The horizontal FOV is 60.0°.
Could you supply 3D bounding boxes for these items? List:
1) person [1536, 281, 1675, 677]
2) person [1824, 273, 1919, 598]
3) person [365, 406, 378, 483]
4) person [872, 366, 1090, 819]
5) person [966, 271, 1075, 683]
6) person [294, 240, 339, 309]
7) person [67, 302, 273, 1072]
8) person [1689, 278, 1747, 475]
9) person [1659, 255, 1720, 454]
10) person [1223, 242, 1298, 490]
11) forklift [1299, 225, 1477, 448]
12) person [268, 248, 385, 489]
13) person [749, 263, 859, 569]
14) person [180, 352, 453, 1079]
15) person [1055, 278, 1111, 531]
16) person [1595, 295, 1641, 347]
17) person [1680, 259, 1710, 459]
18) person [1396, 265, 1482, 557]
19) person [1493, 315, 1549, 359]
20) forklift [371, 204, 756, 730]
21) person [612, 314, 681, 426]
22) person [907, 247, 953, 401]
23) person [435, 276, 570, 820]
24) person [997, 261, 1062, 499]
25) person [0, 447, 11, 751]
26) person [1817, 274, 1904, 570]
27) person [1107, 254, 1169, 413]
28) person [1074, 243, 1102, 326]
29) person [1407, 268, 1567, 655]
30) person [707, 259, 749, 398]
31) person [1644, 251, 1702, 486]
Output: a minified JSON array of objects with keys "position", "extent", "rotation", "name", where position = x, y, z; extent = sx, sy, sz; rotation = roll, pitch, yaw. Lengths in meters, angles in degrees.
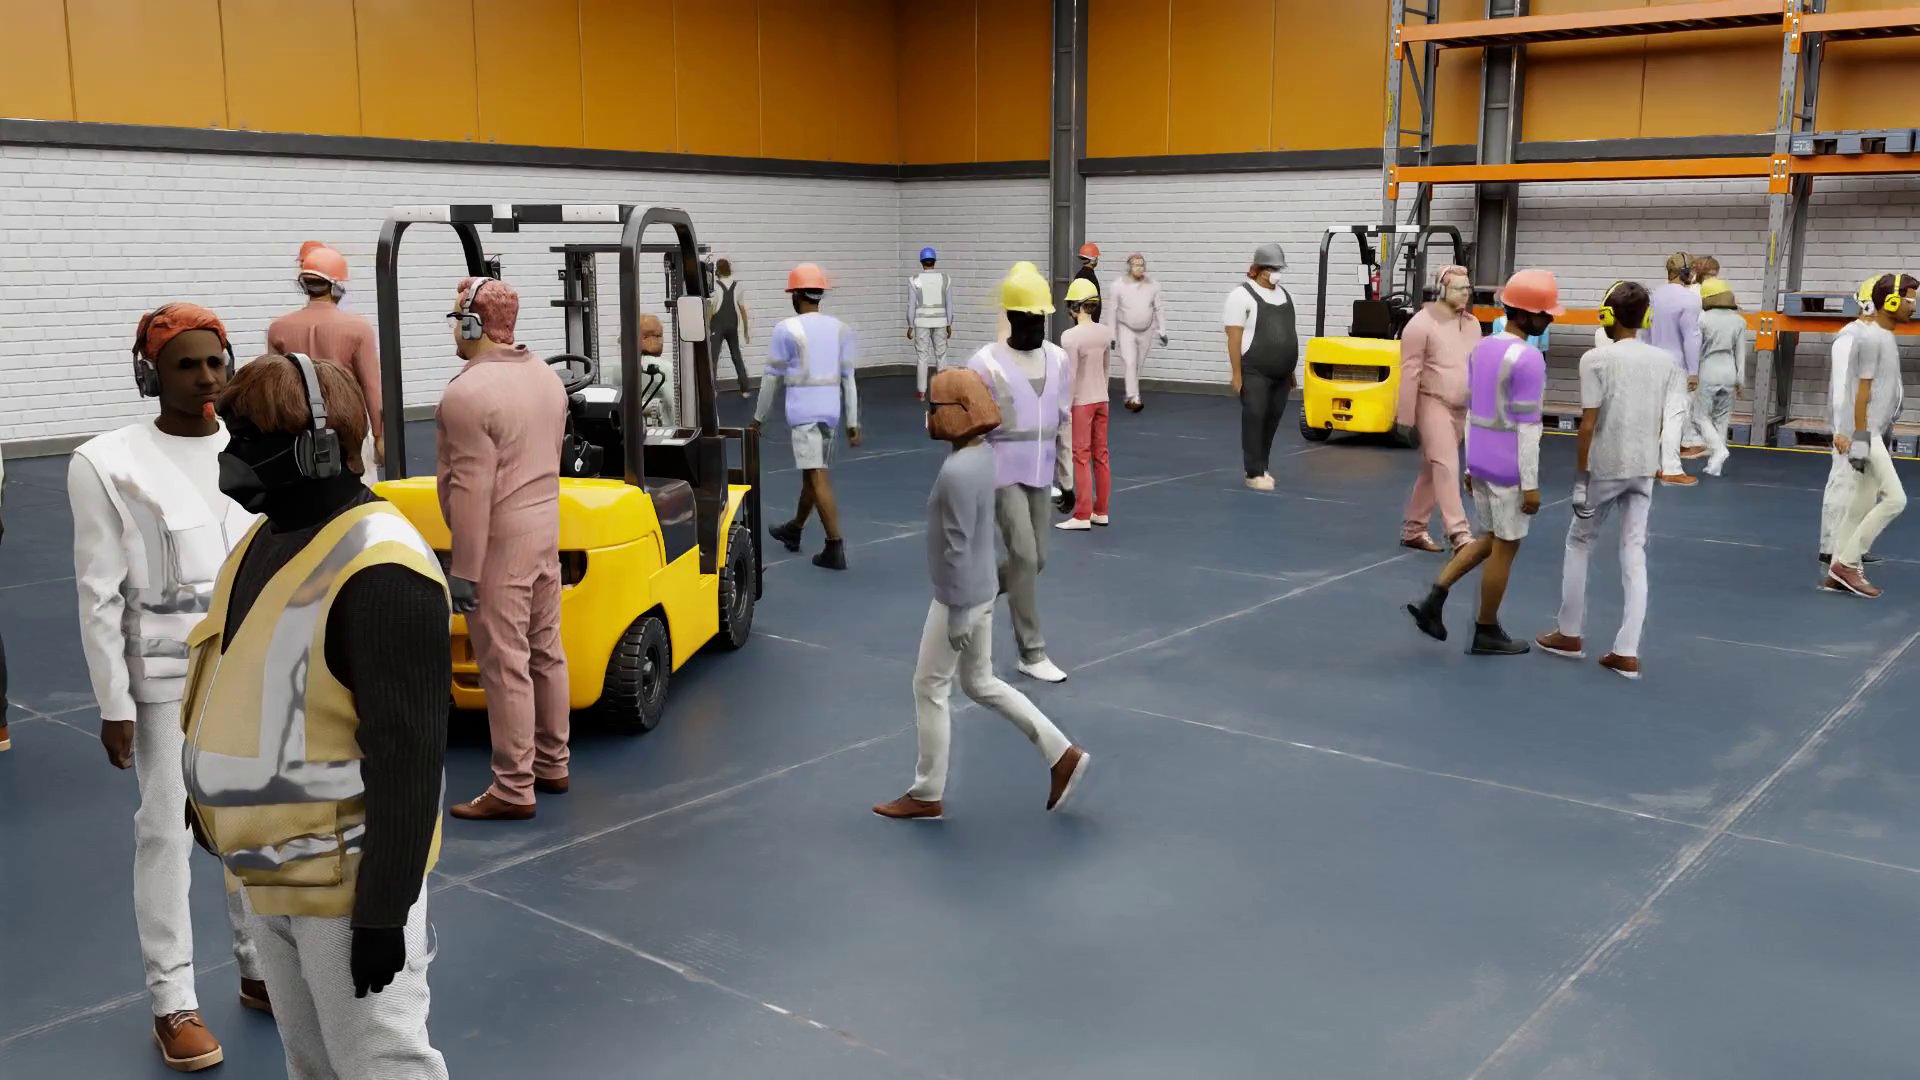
[{"position":[3.099,-0.309,7.956],"extent":[0.522,1.837,0.746],"rotation":[-1,10,-6],"name":"person"},{"position":[5.207,-0.581,9.453],"extent":[0.457,1.845,0.536],"rotation":[7,12,34],"name":"person"},{"position":[-3.715,-0.576,10.058],"extent":[0.522,1.625,0.337],"rotation":[8,13,39],"name":"person"},{"position":[0.073,0.202,5.771],"extent":[0.704,1.611,0.506],"rotation":[2,10,11],"name":"person"},{"position":[0.231,-0.318,7.847],"extent":[0.597,1.899,0.782],"rotation":[-9,13,-40],"name":"person"},{"position":[-6.154,-1.847,15.971],"extent":[0.424,2.026,0.618],"rotation":[-3,11,-14],"name":"person"},{"position":[-1.885,0.355,4.171],"extent":[0.355,1.882,0.576],"rotation":[7,12,35],"name":"person"},{"position":[6.494,-1.378,14.233],"extent":[0.514,1.711,0.585],"rotation":[-1,10,-7],"name":"person"},{"position":[6.996,-1.743,15.782],"extent":[0.800,1.888,0.700],"rotation":[0,10,3],"name":"person"},{"position":[2.537,-1.451,13.740],"extent":[0.681,2.000,0.552],"rotation":[-7,12,-33],"name":"person"},{"position":[4.449,-2.115,16.993],"extent":[1.214,2.155,2.313],"rotation":[8,13,38],"name":"forklift"},{"position":[-3.488,-0.607,9.222],"extent":[0.710,1.986,0.435],"rotation":[0,10,1],"name":"person"},{"position":[-0.992,-0.795,10.530],"extent":[0.555,1.880,0.976],"rotation":[-10,14,-43],"name":"person"},{"position":[-1.149,0.587,2.999],"extent":[0.429,1.844,0.627],"rotation":[-10,14,-43],"name":"person"},{"position":[0.863,-0.947,11.704],"extent":[0.326,1.769,0.524],"rotation":[9,13,40],"name":"person"},{"position":[5.243,-1.179,13.361],"extent":[0.507,1.631,0.271],"rotation":[-6,12,-30],"name":"person"},{"position":[6.877,-1.687,15.567],"extent":[0.602,1.860,0.524],"rotation":[-6,12,-29],"name":"person"},{"position":[3.187,-0.796,10.602],"extent":[0.647,1.870,0.925],"rotation":[-8,13,-36],"name":"person"},{"position":[4.800,-1.387,14.333],"extent":[0.540,1.696,0.317],"rotation":[-2,10,-12],"name":"person"},{"position":[-1.766,-0.406,7.525],"extent":[1.214,2.155,2.313],"rotation":[1,10,7],"name":"forklift"},{"position":[-1.940,-0.575,10.156],"extent":[0.505,1.603,0.799],"rotation":[8,13,37],"name":"person"},{"position":[-0.385,-2.734,21.135],"extent":[0.603,1.938,0.402],"rotation":[-3,11,-14],"name":"person"},{"position":[-1.632,0.035,5.874],"extent":[0.400,1.910,0.643],"rotation":[3,11,16],"name":"person"},{"position":[0.516,-1.235,13.021],"extent":[0.725,1.865,0.673],"rotation":[-4,11,-21],"name":"person"},{"position":[-4.025,-0.110,6.438],"extent":[0.393,1.991,0.626],"rotation":[6,12,30],"name":"person"},{"position":[5.592,-0.723,10.290],"extent":[0.600,1.827,0.404],"rotation":[-9,13,-39],"name":"person"},{"position":[2.116,-2.438,19.688],"extent":[0.664,1.857,0.962],"rotation":[-3,11,-15],"name":"person"},{"position":[1.638,-2.778,21.260],"extent":[0.370,1.979,0.622],"rotation":[-3,11,-16],"name":"person"},{"position":[2.569,-0.347,8.001],"extent":[0.537,1.905,0.543],"rotation":[-2,10,-9],"name":"person"},{"position":[-2.985,-2.679,21.265],"extent":[0.749,1.796,0.535],"rotation":[-6,12,-31],"name":"person"},{"position":[5.937,-1.422,13.861],"extent":[0.372,1.940,0.631],"rotation":[-3,11,-14],"name":"person"}]
